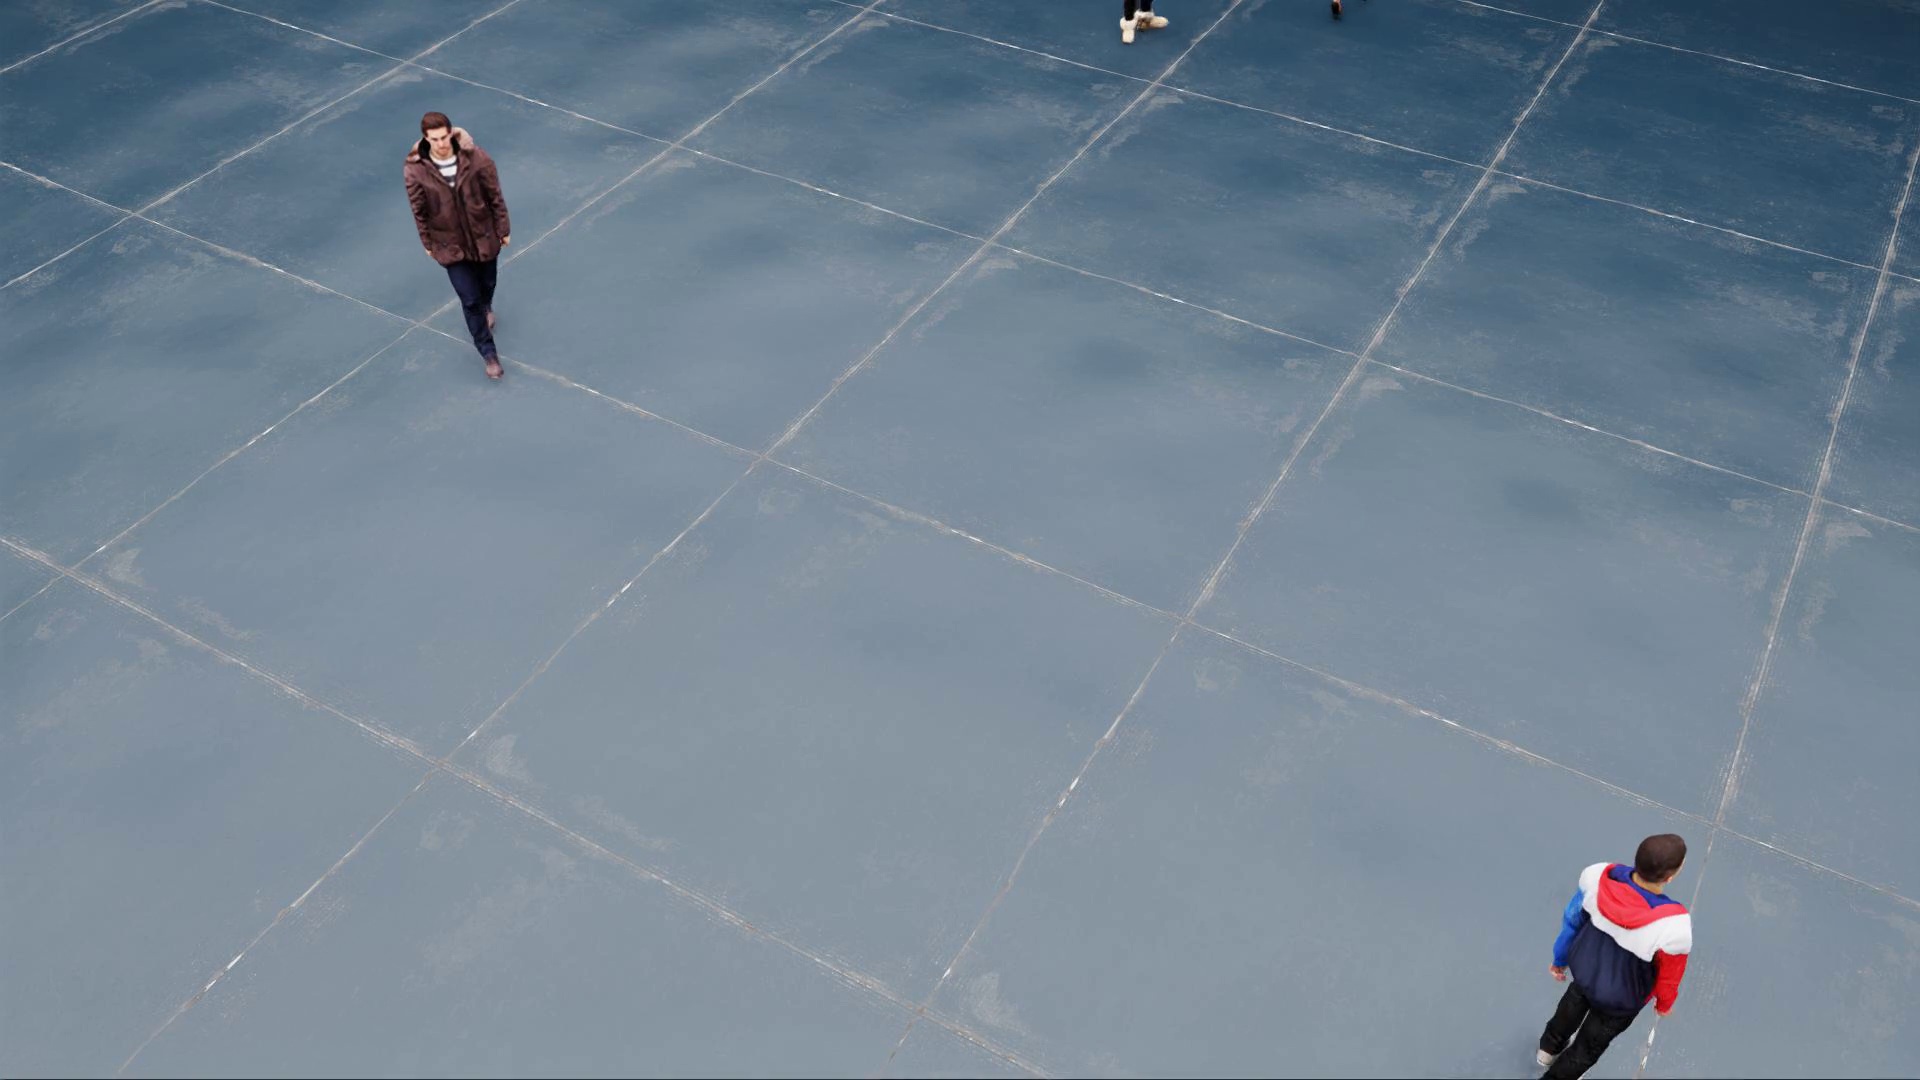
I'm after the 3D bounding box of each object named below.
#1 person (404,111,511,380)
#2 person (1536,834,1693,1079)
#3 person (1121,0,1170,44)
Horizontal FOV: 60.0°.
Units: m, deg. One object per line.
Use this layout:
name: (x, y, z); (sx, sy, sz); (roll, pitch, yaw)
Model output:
person: (-3.317, -2.053, 11.140); (1.223, 1.812, 1.214); (-17, 45, -18)
person: (2.635, 1.848, 6.896); (0.801, 1.743, 0.767); (-21, 46, -22)
person: (1.624, -5.241, 14.788); (0.785, 1.626, 0.924); (-29, 50, -28)
